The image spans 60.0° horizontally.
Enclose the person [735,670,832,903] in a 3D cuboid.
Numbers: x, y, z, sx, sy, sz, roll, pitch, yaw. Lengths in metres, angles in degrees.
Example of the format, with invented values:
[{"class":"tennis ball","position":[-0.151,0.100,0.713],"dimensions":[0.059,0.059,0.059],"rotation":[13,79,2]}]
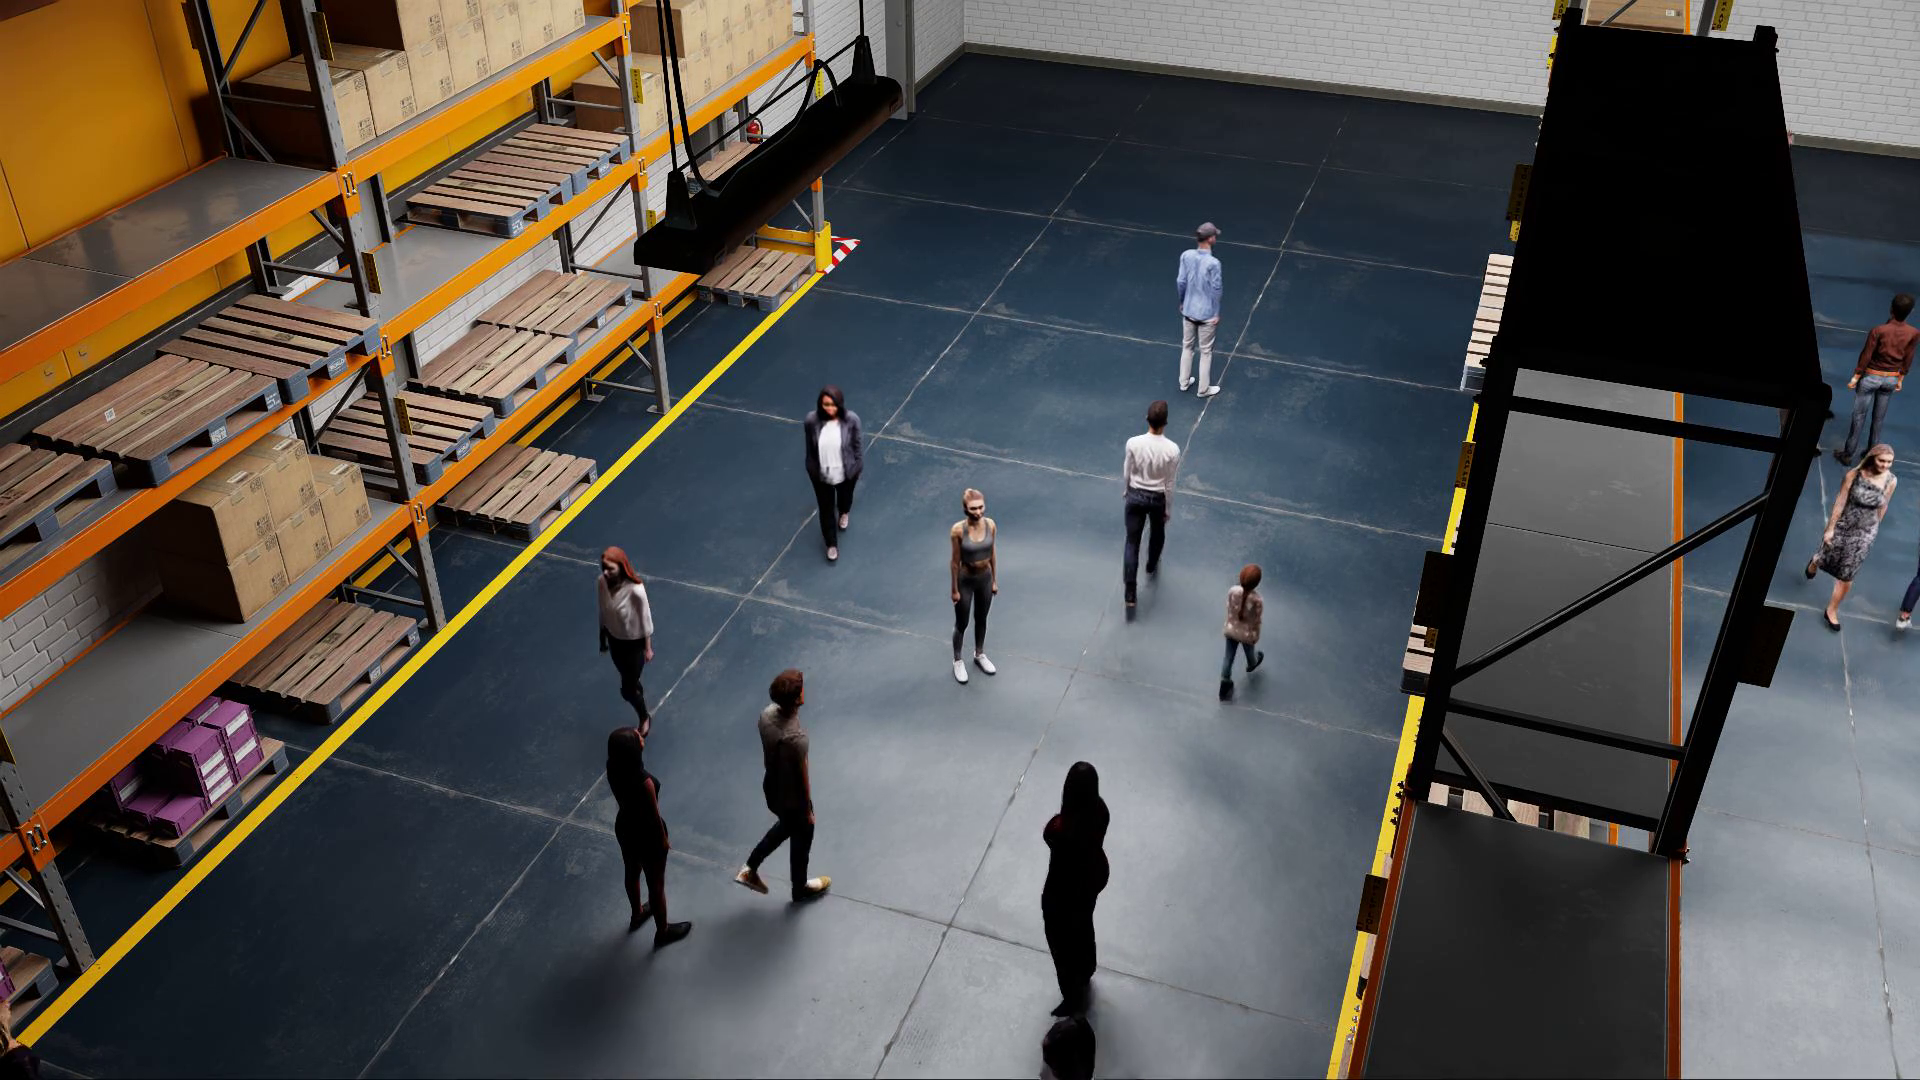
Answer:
[{"class":"person","position":[-1.223,1.703,11.027],"dimensions":[1.046,1.872,0.970],"rotation":[-16,37,-23]}]

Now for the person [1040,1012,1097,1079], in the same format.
[{"class":"person","position":[0.642,3.164,8.970],"dimensions":[0.868,1.717,0.799],"rotation":[-10,35,-15]}]

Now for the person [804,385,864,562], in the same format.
[{"class":"person","position":[-1.119,-0.666,14.862],"dimensions":[0.940,1.574,1.139],"rotation":[-3,34,-4]}]

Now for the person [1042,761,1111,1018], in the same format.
[{"class":"person","position":[0.756,2.202,10.416],"dimensions":[0.942,1.718,0.673],"rotation":[11,35,16]}]

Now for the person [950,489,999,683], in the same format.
[{"class":"person","position":[0.099,0.339,13.231],"dimensions":[0.661,1.704,0.723],"rotation":[-15,37,-22]}]

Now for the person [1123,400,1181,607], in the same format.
[{"class":"person","position":[1.557,-0.295,14.049],"dimensions":[0.758,1.854,1.254],"rotation":[6,34,9]}]

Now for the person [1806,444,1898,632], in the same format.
[{"class":"person","position":[7.438,-0.112,13.929],"dimensions":[0.601,1.682,0.956],"rotation":[8,35,12]}]

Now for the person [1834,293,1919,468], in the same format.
[{"class":"person","position":[8.829,-1.528,15.974],"dimensions":[0.704,1.778,0.611],"rotation":[2,34,4]}]

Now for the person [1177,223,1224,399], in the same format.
[{"class":"person","position":[2.479,-2.370,17.145],"dimensions":[0.730,1.883,0.708],"rotation":[27,42,34]}]

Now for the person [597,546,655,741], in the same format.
[{"class":"person","position":[-2.452,0.755,12.563],"dimensions":[0.669,1.751,0.661],"rotation":[19,38,26]}]

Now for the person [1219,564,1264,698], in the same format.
[{"class":"person","position":[2.190,0.732,13.127],"dimensions":[0.569,1.164,0.830],"rotation":[18,38,25]}]

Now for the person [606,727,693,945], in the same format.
[{"class":"person","position":[-2.081,1.907,10.839],"dimensions":[0.664,1.741,0.642],"rotation":[26,41,33]}]
